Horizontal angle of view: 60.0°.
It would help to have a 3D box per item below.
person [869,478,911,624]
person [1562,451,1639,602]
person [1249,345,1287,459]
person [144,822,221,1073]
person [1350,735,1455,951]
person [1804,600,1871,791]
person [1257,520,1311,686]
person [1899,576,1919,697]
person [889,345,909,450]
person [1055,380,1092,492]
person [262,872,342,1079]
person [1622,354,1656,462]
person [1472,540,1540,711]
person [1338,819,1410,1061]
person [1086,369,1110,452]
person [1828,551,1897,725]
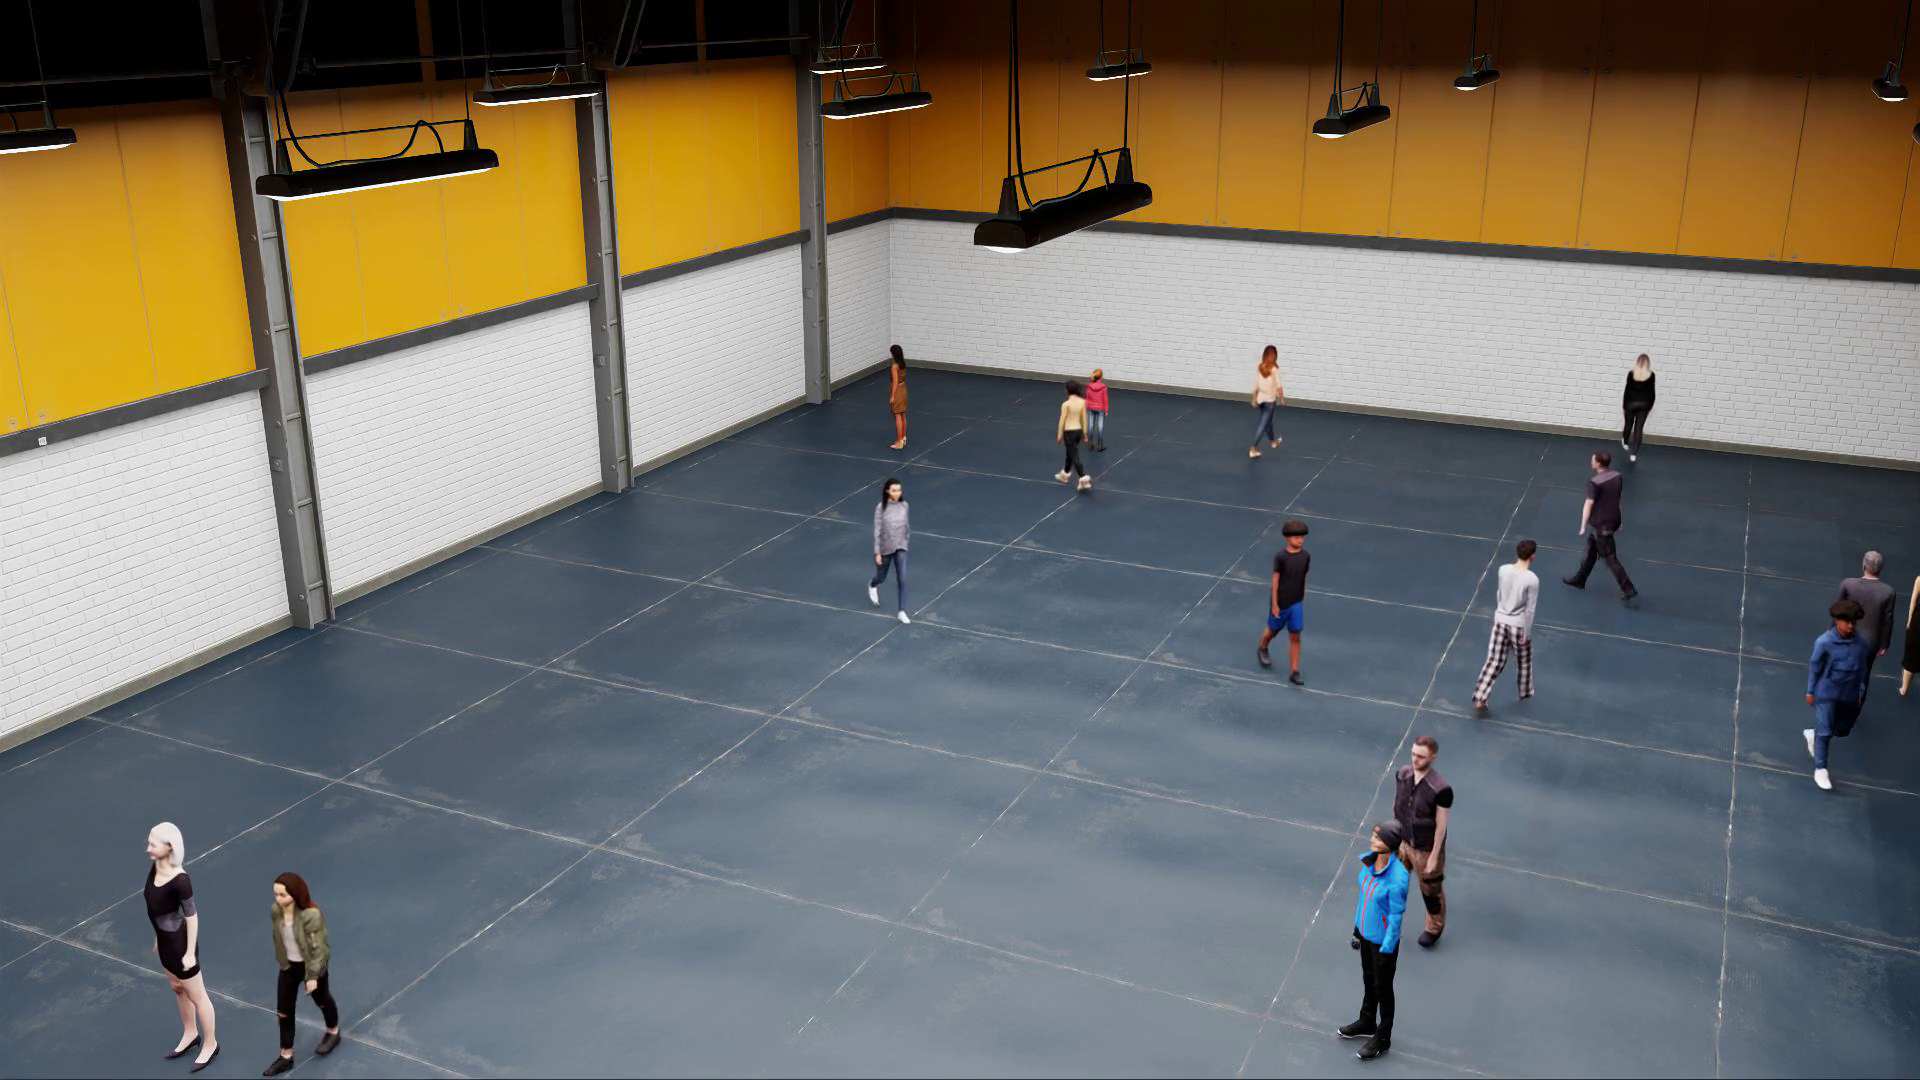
[{"bbox_3d":[-0.829,0.089,19.509,1.066,1.710,1.109,-7,20,-21],"label":"person"},{"bbox_3d":[7.848,-0.126,20.031,1.313,1.785,1.157,-14,23,-36],"label":"person"},{"bbox_3d":[4.755,-2.123,26.039,1.219,1.736,0.910,-16,24,-39],"label":"person"},{"bbox_3d":[-5.347,2.765,11.379,0.619,1.829,0.558,13,23,34],"label":"person"},{"bbox_3d":[3.588,2.318,12.755,1.217,1.798,1.017,-14,23,-36],"label":"person"},{"bbox_3d":[8.141,1.389,15.529,0.911,1.788,1.074,1,19,2],"label":"person"},{"bbox_3d":[3.461,0.624,17.833,1.039,1.766,1.209,-3,19,-10],"label":"person"},{"bbox_3d":[10.081,0.878,17.300,0.599,1.625,0.606,12,22,33],"label":"person"},{"bbox_3d":[-0.988,-2.303,26.654,0.653,1.684,0.490,5,19,15],"label":"person"},{"bbox_3d":[1.701,-1.503,24.371,1.138,1.624,1.008,-14,23,-35],"label":"person"},{"bbox_3d":[-4.483,2.920,11.508,0.695,1.453,0.883,5,19,14],"label":"person"},{"bbox_3d":[10.558,-2.028,25.900,0.672,1.645,1.092,6,20,17],"label":"person"},{"bbox_3d":[5.563,0.906,16.939,1.244,1.803,0.920,-17,25,-41],"label":"person"},{"bbox_3d":[2.903,2.740,11.506,0.746,1.795,0.667,-5,19,-15],"label":"person"},{"bbox_3d":[2.184,-2.084,26.581,0.516,1.315,0.476,8,20,22],"label":"person"},{"bbox_3d":[8.944,1.015,16.582,0.777,1.824,0.842,11,21,29],"label":"person"}]
